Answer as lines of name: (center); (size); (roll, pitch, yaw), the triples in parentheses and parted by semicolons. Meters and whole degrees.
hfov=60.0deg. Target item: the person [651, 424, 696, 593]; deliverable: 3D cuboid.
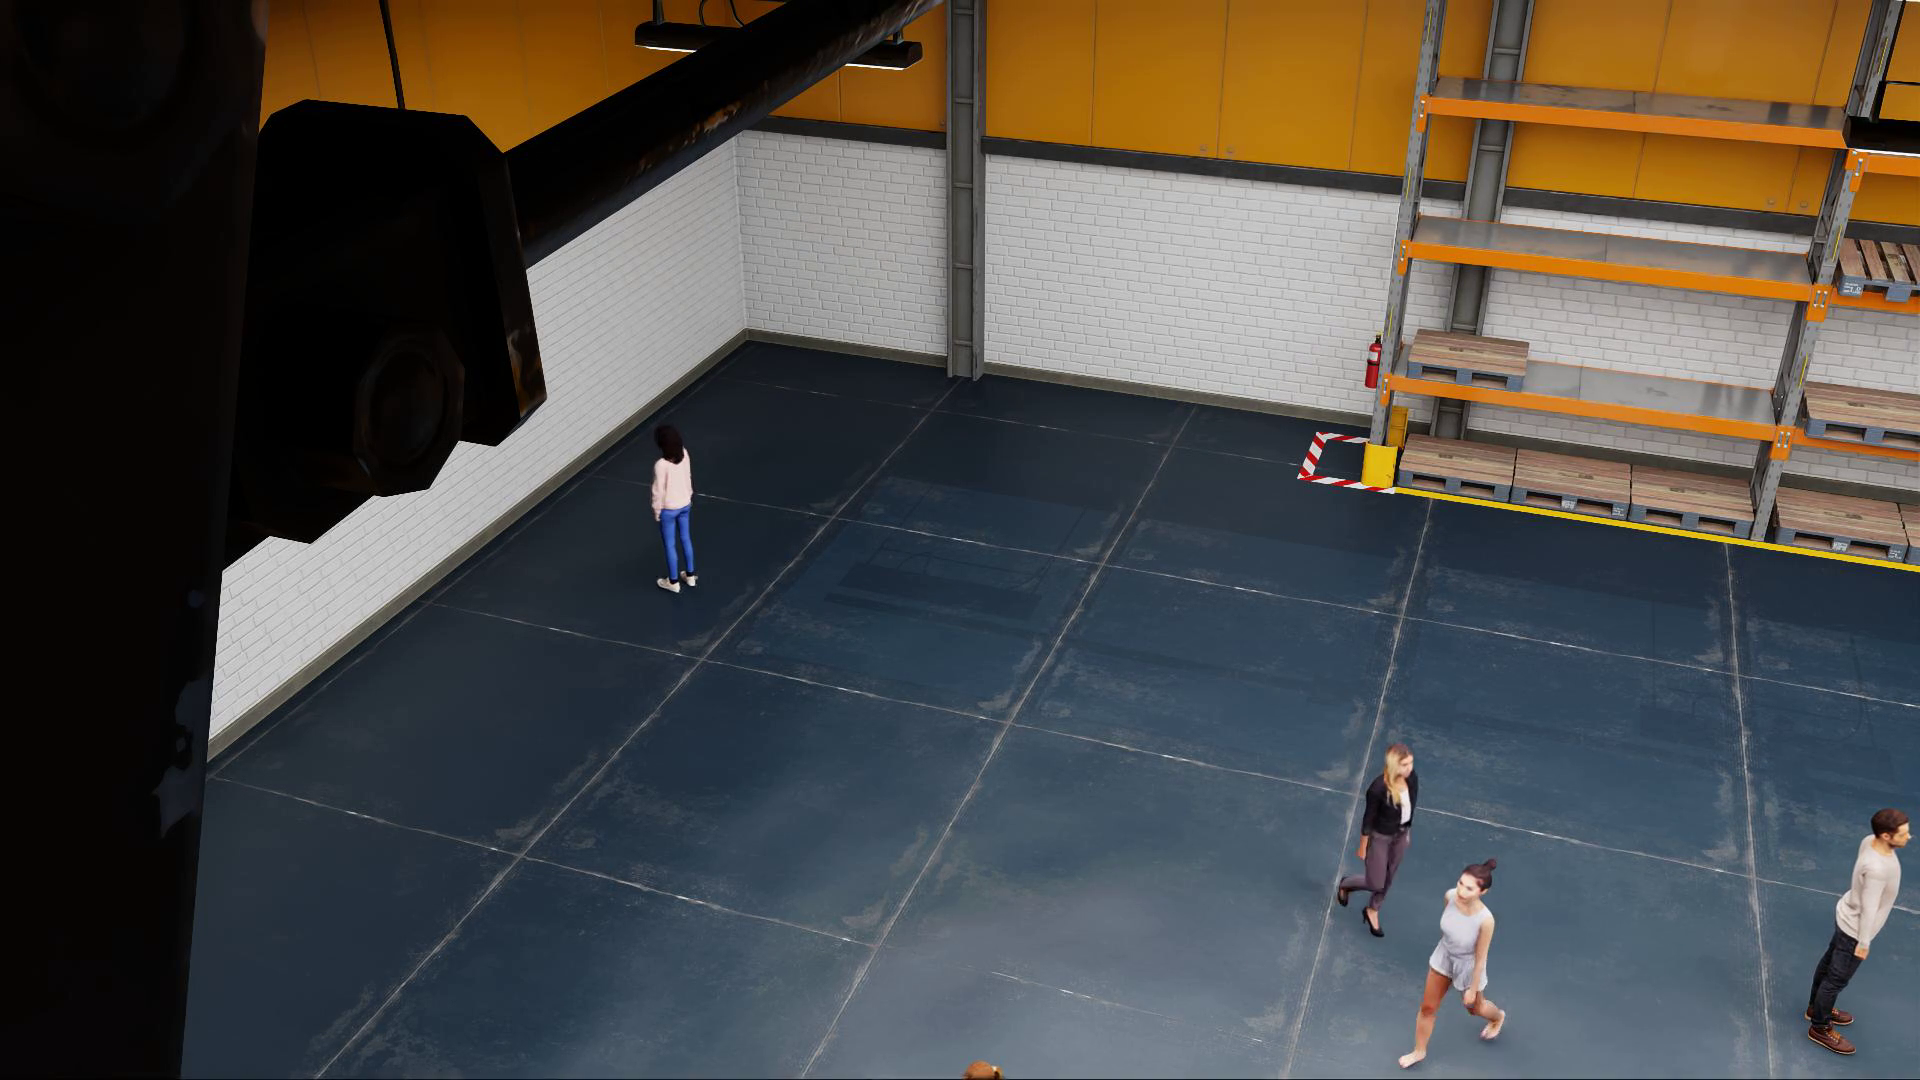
person: (-2.787, -0.321, 16.166); (0.682, 1.771, 0.726); (25, 37, 37)

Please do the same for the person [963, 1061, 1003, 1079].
person: (0.125, 3.508, 9.631); (0.541, 1.308, 0.648); (25, 37, 37)

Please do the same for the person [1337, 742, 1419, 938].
person: (2.963, 2.093, 11.858); (0.797, 1.660, 0.868); (-17, 33, -29)

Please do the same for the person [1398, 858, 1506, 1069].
person: (3.311, 2.730, 10.781); (1.059, 1.573, 1.048); (-16, 32, -26)

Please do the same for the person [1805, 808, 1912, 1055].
person: (5.865, 2.507, 10.882); (0.575, 1.867, 0.671); (12, 31, 21)
